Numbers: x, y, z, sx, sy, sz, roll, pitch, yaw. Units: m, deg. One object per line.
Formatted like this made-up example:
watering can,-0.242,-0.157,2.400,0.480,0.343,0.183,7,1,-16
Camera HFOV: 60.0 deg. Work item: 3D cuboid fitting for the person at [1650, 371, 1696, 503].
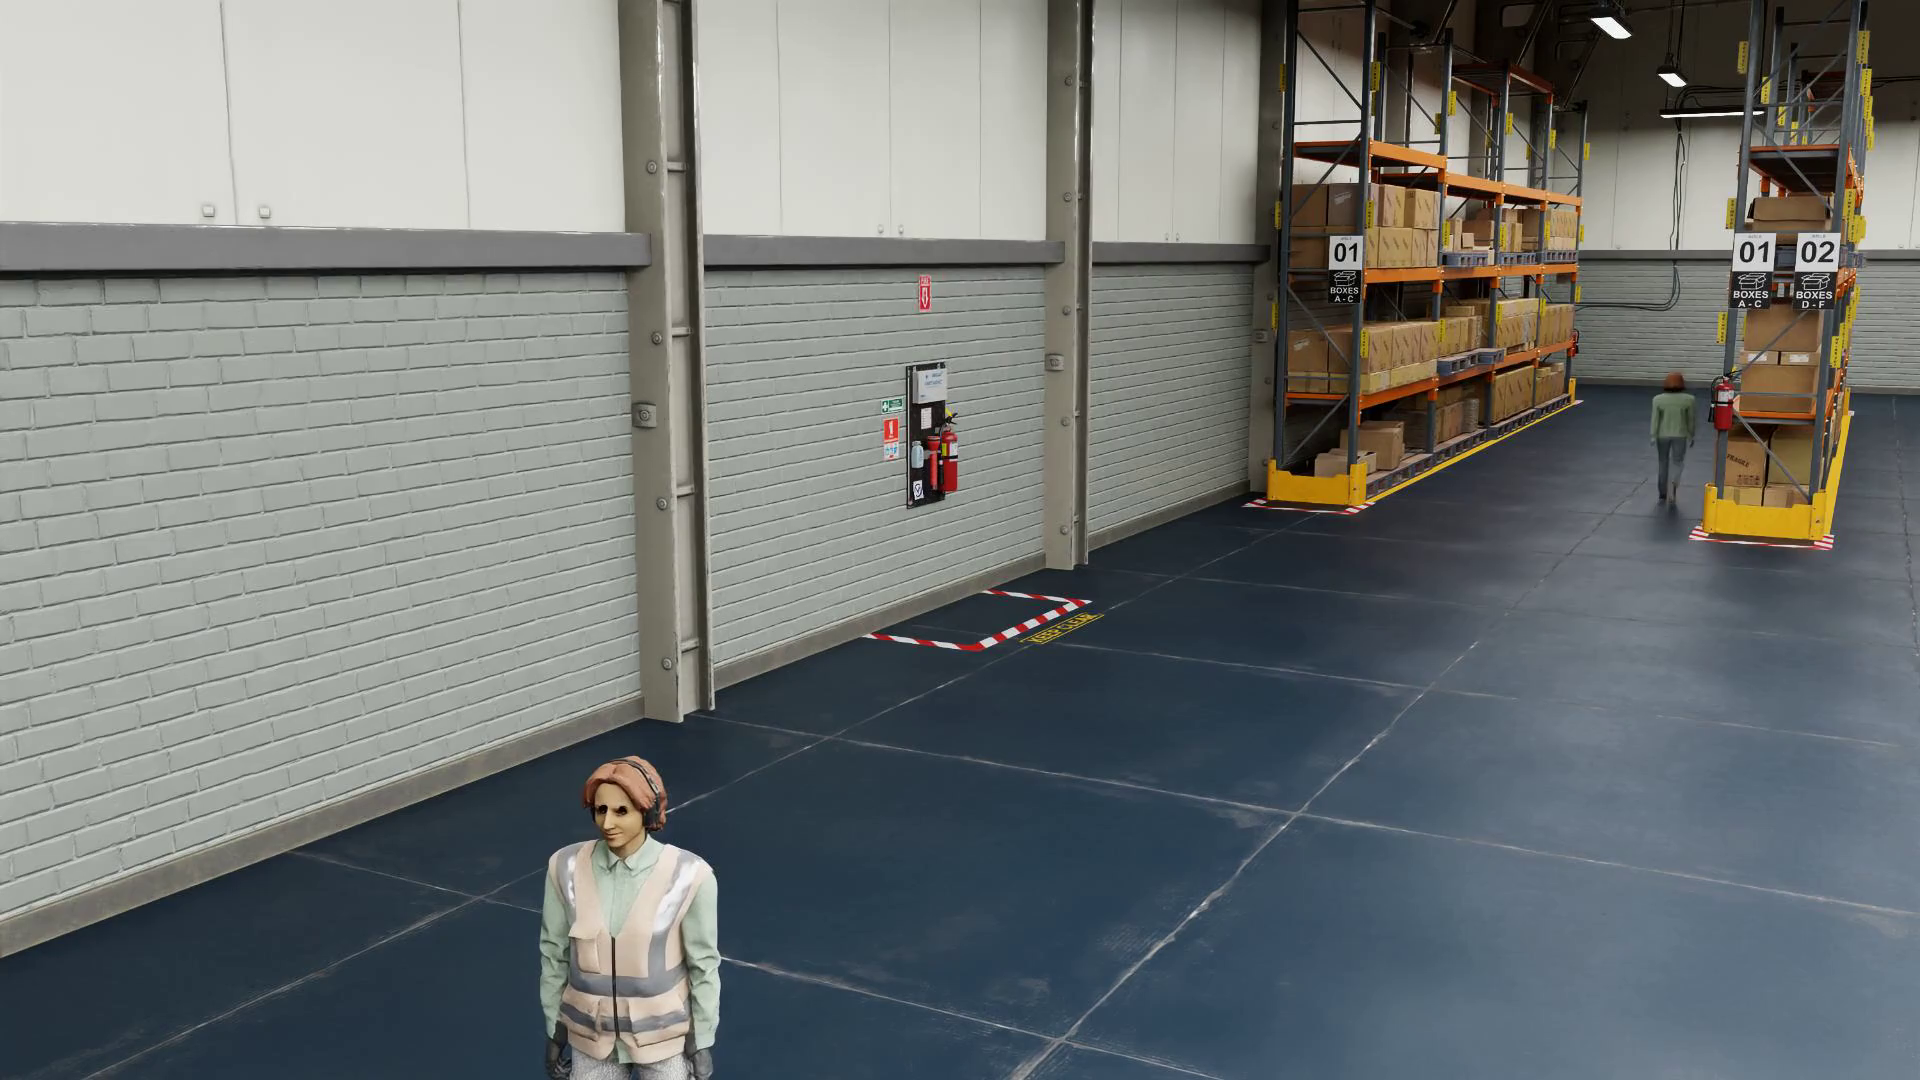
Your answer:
person,8.632,-1.246,20.176,0.504,1.611,0.678,5,11,28

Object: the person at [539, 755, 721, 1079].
person,-0.914,1.397,4.634,0.514,1.641,0.307,1,10,8
